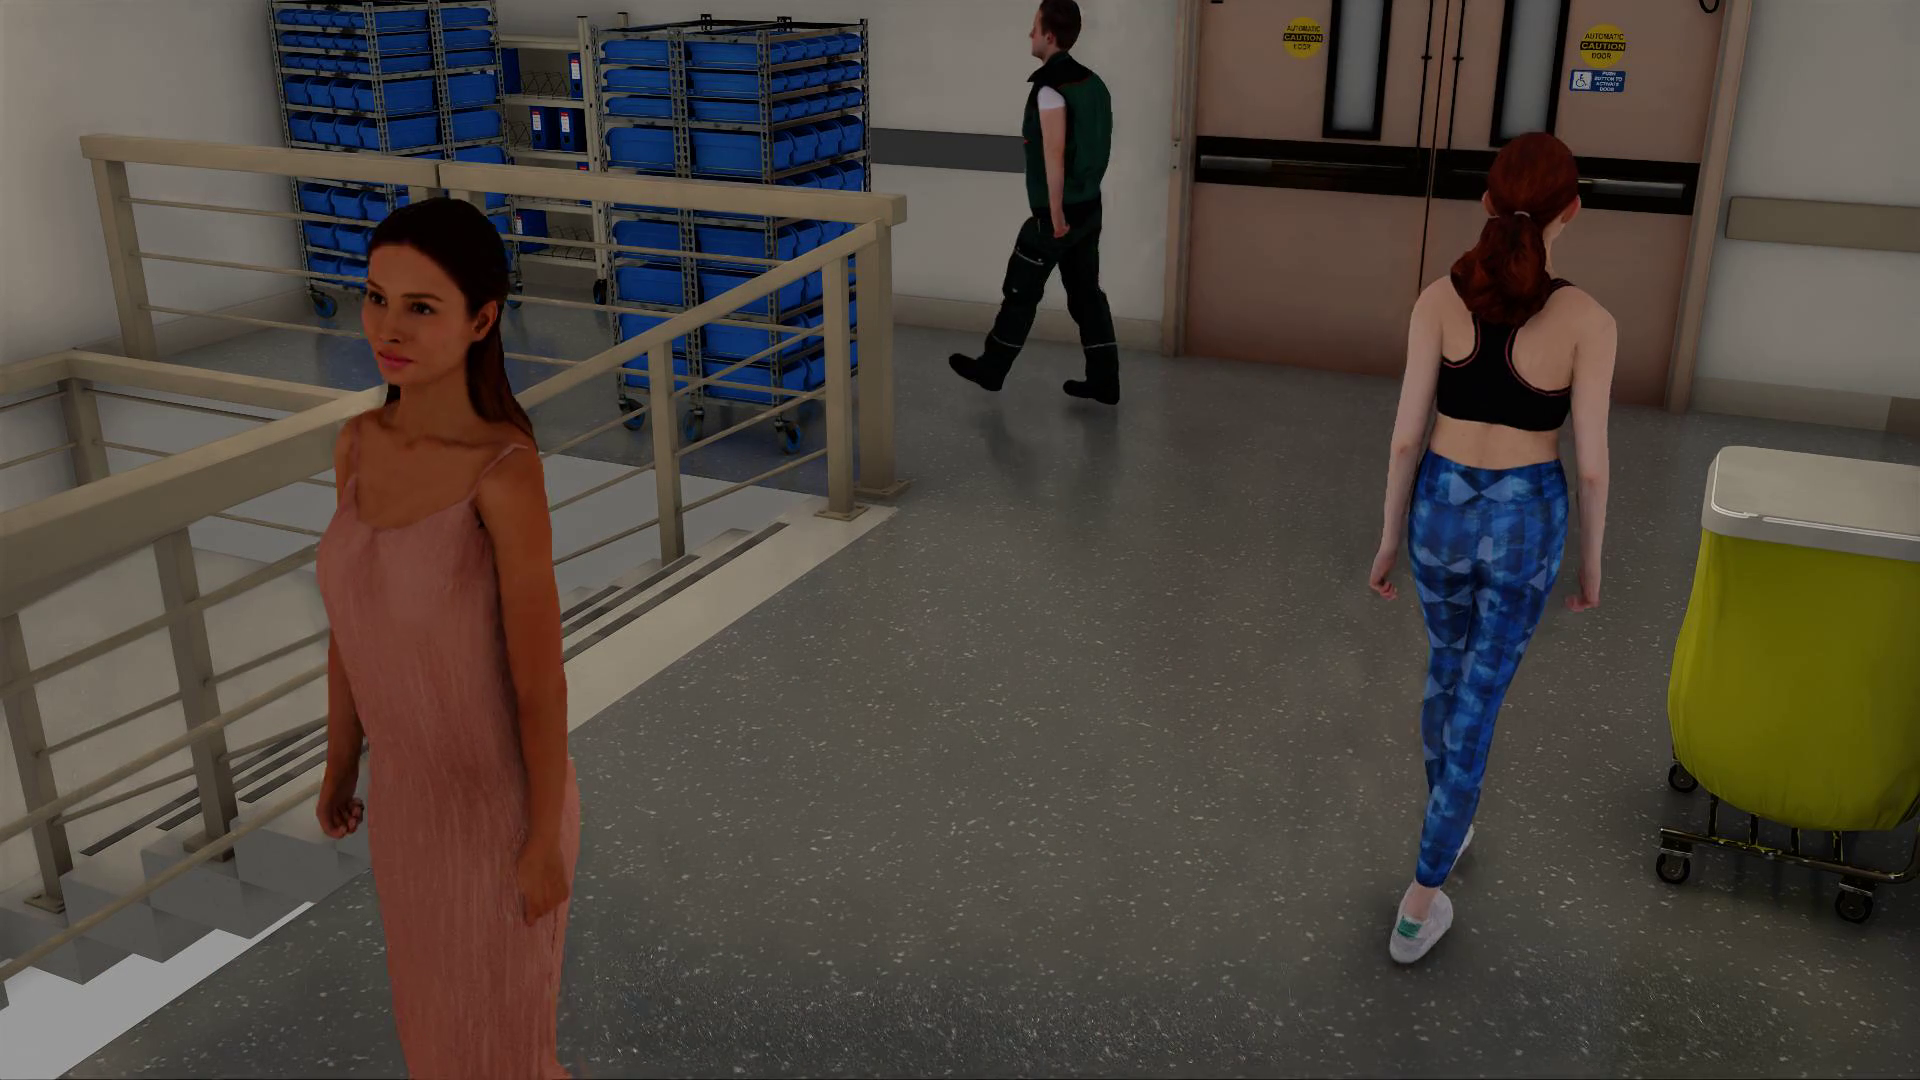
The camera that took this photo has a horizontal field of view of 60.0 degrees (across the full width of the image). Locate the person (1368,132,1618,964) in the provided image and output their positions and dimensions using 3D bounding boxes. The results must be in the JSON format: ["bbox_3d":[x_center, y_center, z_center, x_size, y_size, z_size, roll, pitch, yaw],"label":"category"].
[{"bbox_3d":[1.051,0.084,3.436,0.803,1.770,0.727,13,24,31],"label":"person"}]

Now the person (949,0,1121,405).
[{"bbox_3d":[0.541,-1.486,7.529,1.069,1.808,0.736,13,24,30],"label":"person"}]

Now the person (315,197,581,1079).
[{"bbox_3d":[-0.742,0.402,2.519,0.507,1.824,0.725,19,28,40],"label":"person"}]
